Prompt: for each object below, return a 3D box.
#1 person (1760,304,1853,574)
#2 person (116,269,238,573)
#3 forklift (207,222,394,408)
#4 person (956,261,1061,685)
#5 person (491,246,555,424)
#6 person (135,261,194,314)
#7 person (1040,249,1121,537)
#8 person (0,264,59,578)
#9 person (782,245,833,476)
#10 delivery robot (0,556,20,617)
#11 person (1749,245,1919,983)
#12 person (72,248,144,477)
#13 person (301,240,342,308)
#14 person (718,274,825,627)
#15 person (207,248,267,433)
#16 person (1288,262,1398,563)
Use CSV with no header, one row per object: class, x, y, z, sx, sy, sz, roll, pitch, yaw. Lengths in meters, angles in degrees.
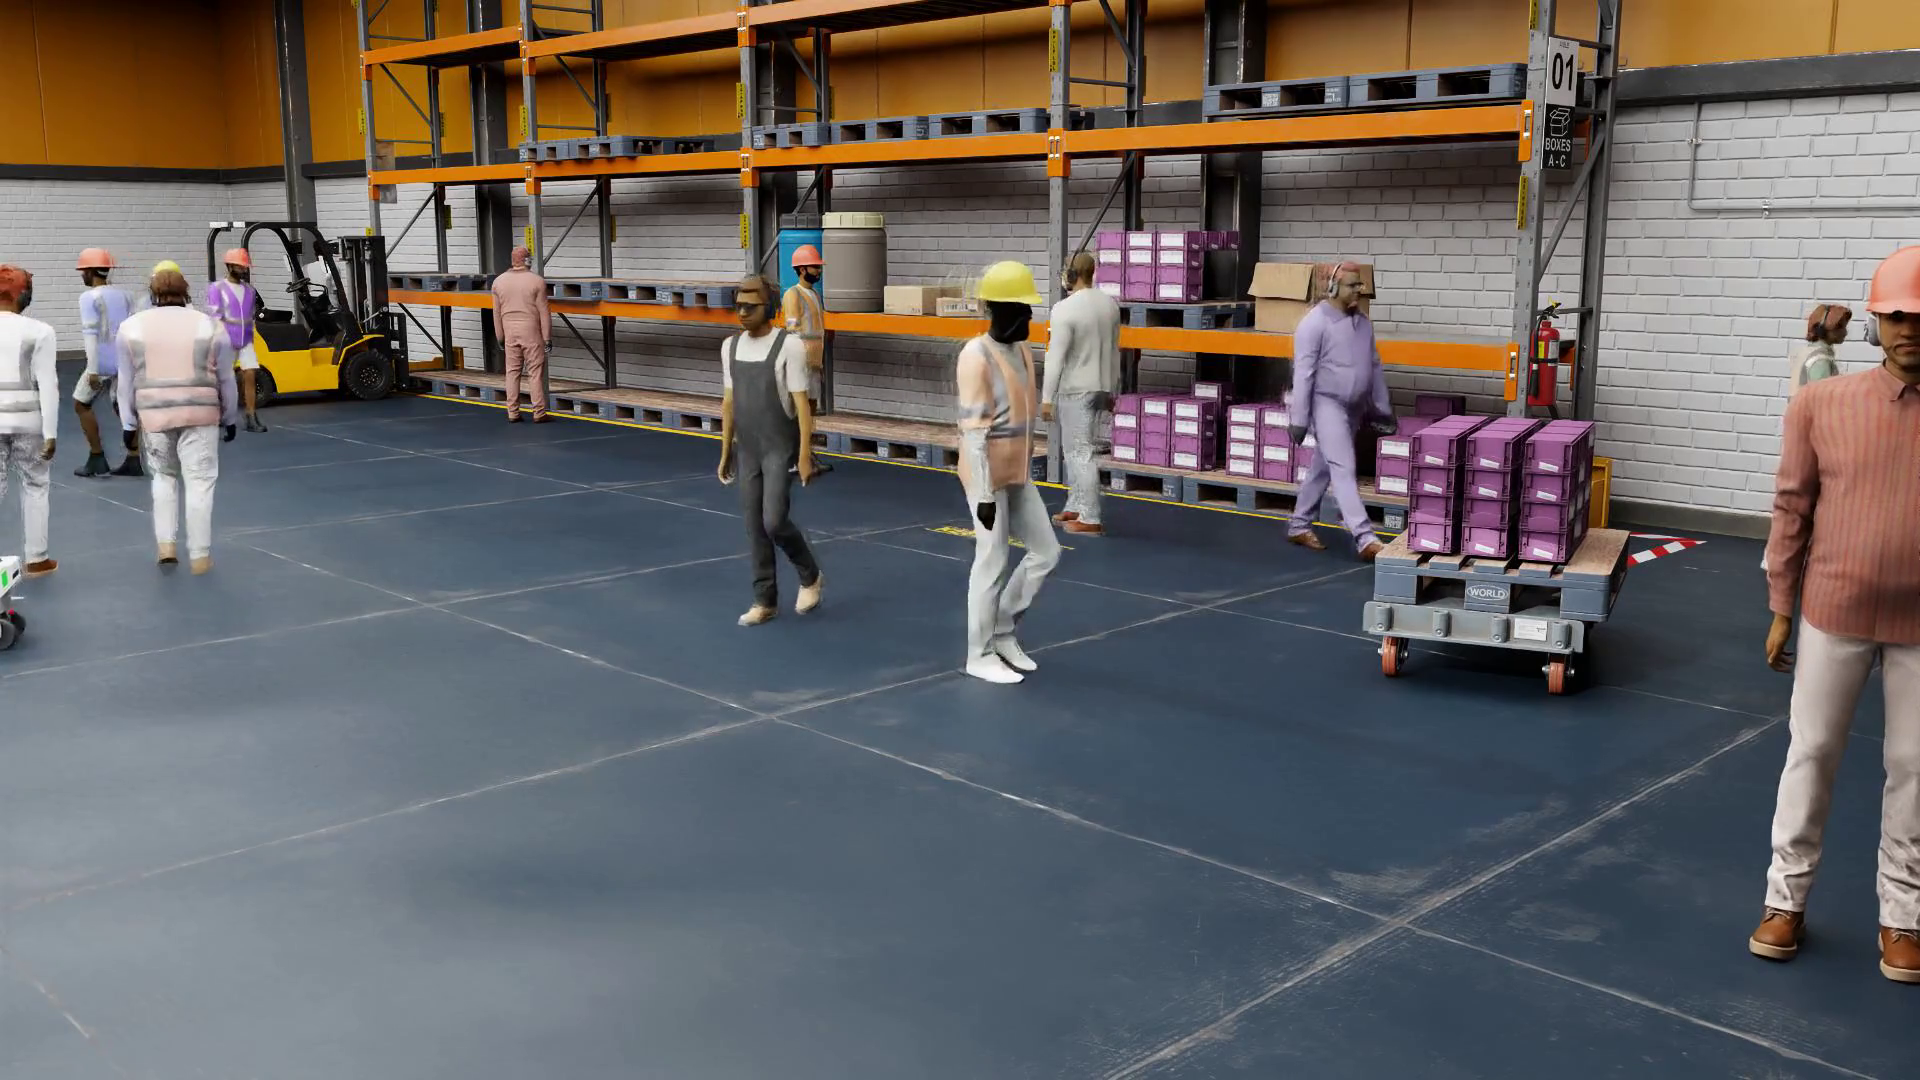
person,5.050,-0.582,9.919,0.386,1.635,0.568,4,11,22
person,-4.702,-0.713,10.045,0.639,1.818,0.532,-3,11,-16
forklift,-8.169,-2.758,20.163,2.313,2.155,1.214,-10,14,-44
person,0.208,-0.287,7.469,0.444,1.906,0.609,6,12,29
person,-4.690,-2.206,17.944,0.651,1.904,0.401,2,11,12
person,-7.300,-1.692,15.457,0.610,1.795,0.844,3,11,15
person,0.733,-0.988,11.246,0.669,1.921,0.655,8,13,39
person,-5.509,-0.654,9.601,0.588,1.863,0.727,-2,11,-9
person,-1.284,-1.514,14.070,0.353,1.942,0.545,3,11,16
delivery robot,-5.012,0.221,8.139,0.707,0.478,0.477,-4,11,-20
person,2.521,0.209,4.529,0.612,1.995,0.393,6,12,29
person,-7.207,-1.470,13.909,0.679,1.913,0.561,2,11,12
person,-9.206,-3.364,24.093,0.616,1.962,0.361,1,10,4
person,-0.992,-0.456,8.612,0.529,1.830,0.446,7,12,33
person,-7.564,-2.073,17.245,0.912,1.902,0.563,7,12,33
person,2.426,-0.803,10.434,0.641,1.856,0.995,-10,14,-42
